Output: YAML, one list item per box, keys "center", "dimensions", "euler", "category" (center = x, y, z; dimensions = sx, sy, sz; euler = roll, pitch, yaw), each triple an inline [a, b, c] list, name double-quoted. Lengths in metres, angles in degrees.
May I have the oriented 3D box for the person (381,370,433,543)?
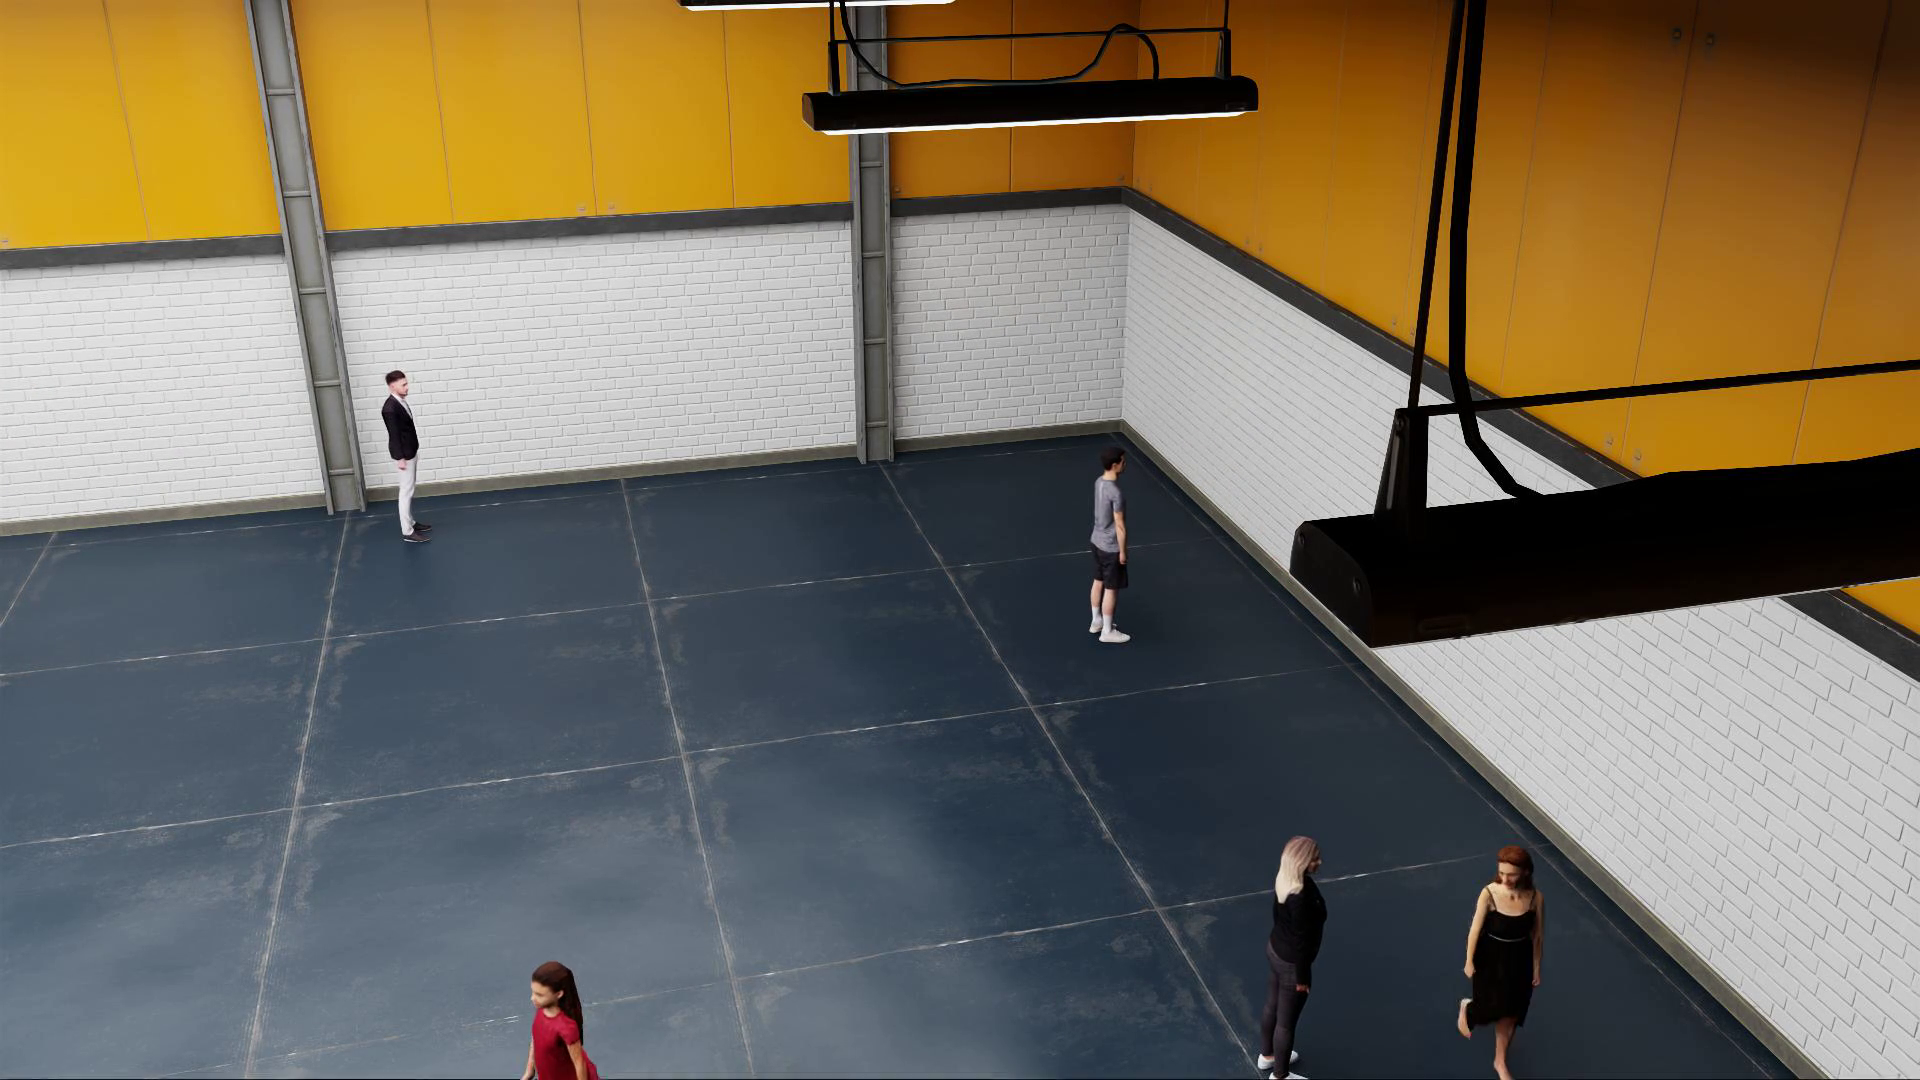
- center: [-5.843, -0.896, 17.429]
  dimensions: [0.569, 1.836, 0.670]
  euler: [-4, 24, -9]
  category: "person"

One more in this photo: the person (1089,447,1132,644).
- center: [1.356, 0.030, 15.268]
  dimensions: [0.569, 1.871, 0.668]
  euler: [-8, 25, -18]
  category: "person"

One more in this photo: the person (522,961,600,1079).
- center: [-2.100, 2.914, 9.112]
  dimensions: [1.136, 1.515, 0.790]
  euler: [-16, 28, -33]
  category: "person"

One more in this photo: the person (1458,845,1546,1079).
- center: [3.228, 2.483, 9.985]
  dimensions: [0.787, 1.607, 0.751]
  euler: [-2, 24, -5]
  category: "person"

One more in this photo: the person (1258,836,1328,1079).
- center: [1.945, 2.494, 9.861]
  dimensions: [0.586, 1.685, 0.636]
  euler: [-2, 24, -5]
  category: "person"
